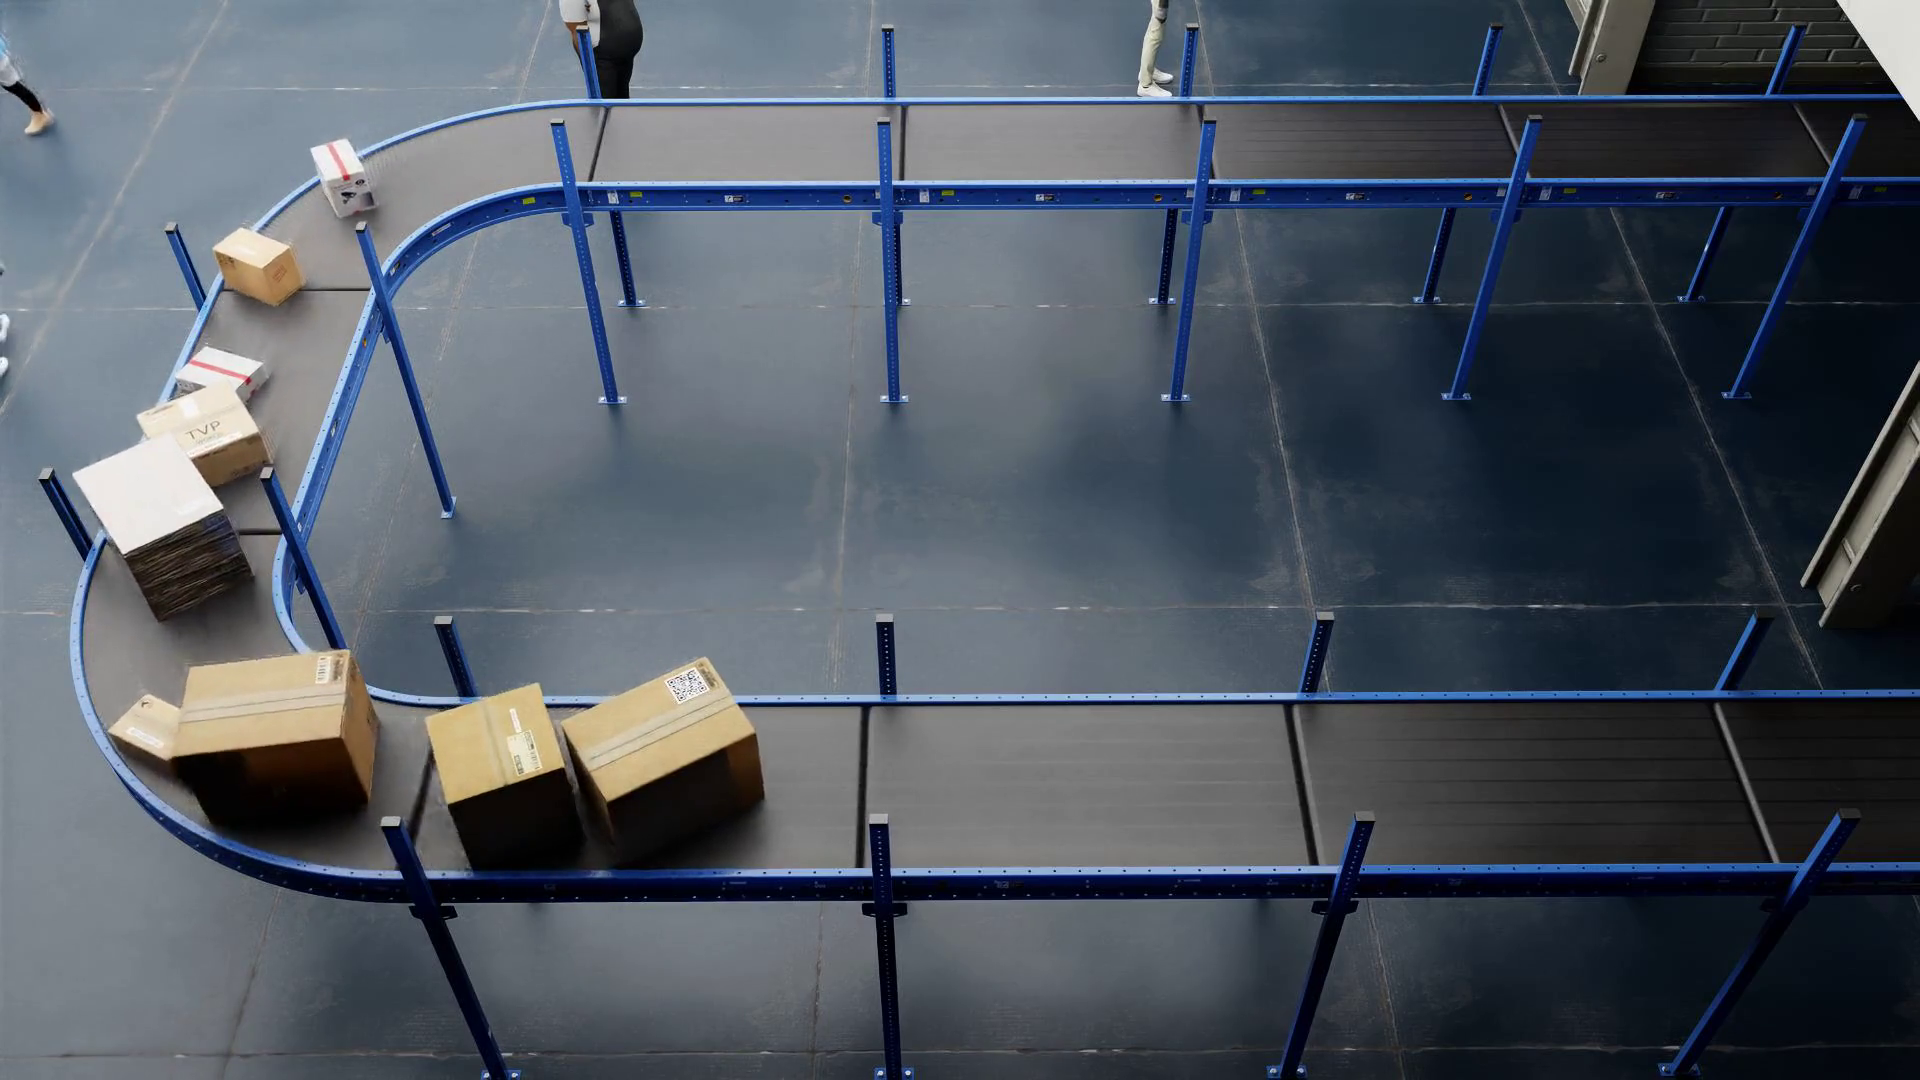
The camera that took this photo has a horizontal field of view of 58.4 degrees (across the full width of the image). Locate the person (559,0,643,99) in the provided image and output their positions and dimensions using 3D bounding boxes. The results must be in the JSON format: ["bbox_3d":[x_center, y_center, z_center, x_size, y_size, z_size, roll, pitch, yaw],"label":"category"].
[{"bbox_3d":[-2.746,-3.892,13.545,0.537,2.000,0.680,15,49,13],"label":"person"}]

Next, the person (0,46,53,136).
[{"bbox_3d":[-7.914,-3.861,13.746,0.537,1.646,0.859,19,50,17],"label":"person"}]

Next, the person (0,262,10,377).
[{"bbox_3d":[-6.949,-1.921,11.969,0.517,1.595,0.784,-3,47,-3],"label":"person"}]

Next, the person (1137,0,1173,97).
[{"bbox_3d":[1.692,-4.559,14.266,0.312,1.861,0.515,4,47,4],"label":"person"}]
